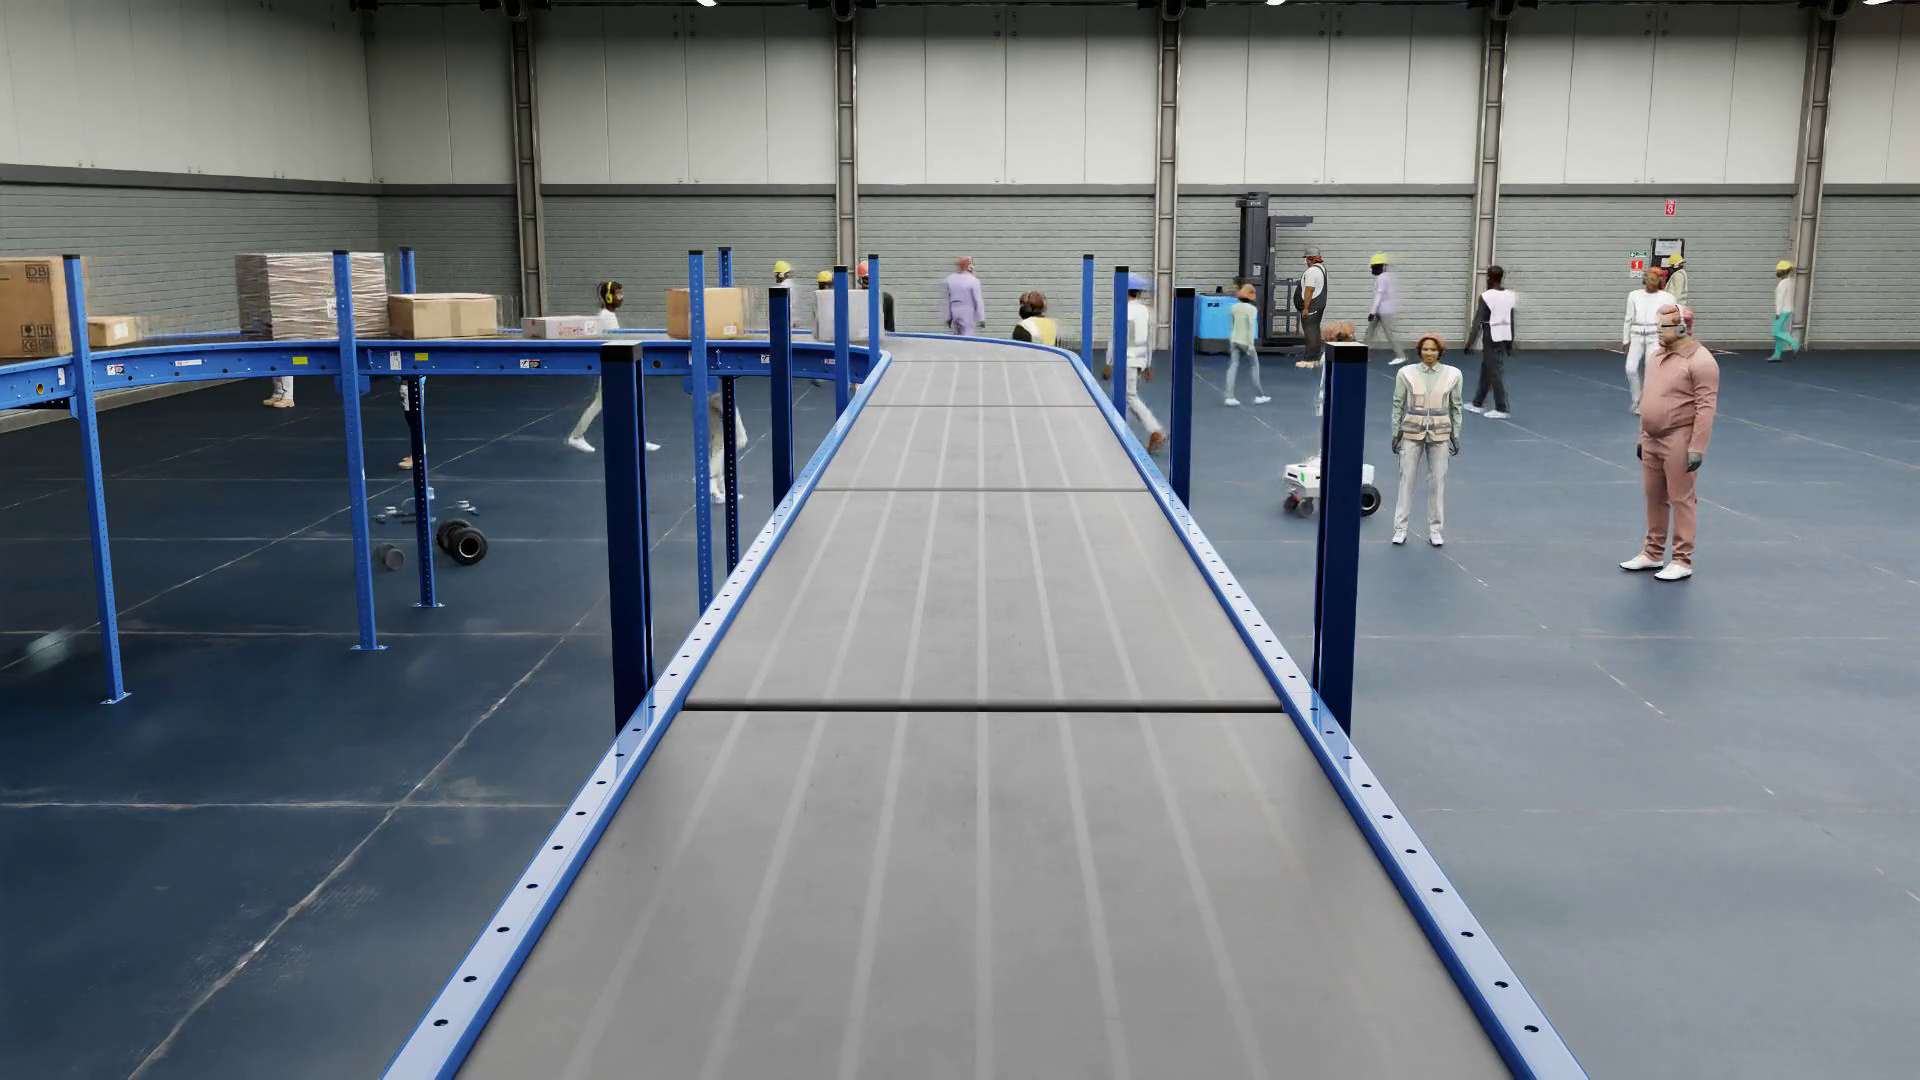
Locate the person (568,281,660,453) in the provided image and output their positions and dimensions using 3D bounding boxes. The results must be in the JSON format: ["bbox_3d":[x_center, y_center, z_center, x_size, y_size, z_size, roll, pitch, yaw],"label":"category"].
[{"bbox_3d":[-3.763,-1.849,17.783,0.960,1.830,0.532,0,11,-1],"label":"person"}]

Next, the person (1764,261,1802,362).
[{"bbox_3d":[14.268,-3.940,28.723,0.523,1.750,0.538,7,13,33],"label":"person"}]

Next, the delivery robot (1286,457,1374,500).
[{"bbox_3d":[3.148,-0.536,14.178,0.707,0.478,0.477,-3,11,-15],"label":"delivery robot"}]

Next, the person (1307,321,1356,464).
[{"bbox_3d":[3.204,-1.081,14.352,0.527,1.621,0.526,1,11,7],"label":"person"}]

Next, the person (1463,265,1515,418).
[{"bbox_3d":[6.626,-2.507,21.010,0.614,1.884,0.886,-8,14,-37],"label":"person"}]

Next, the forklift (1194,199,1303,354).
[{"bbox_3d":[5.313,-4.851,30.603,1.873,2.768,1.129,0,11,1],"label":"forklift"}]

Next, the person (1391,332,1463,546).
[{"bbox_3d":[3.567,-0.773,12.741,0.523,1.636,0.311,2,11,12],"label":"person"}]

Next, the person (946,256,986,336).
[{"bbox_3d":[0.166,-3.503,26.140,0.669,1.878,0.796,10,15,43],"label":"person"}]

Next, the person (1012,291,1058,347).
[{"bbox_3d":[0.717,-1.495,16.038,0.932,1.808,0.630,6,13,29],"label":"person"}]

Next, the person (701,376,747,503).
[{"bbox_3d":[-2.106,-1.237,14.597,0.467,1.848,0.497,-9,14,-39],"label":"person"}]

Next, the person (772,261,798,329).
[{"bbox_3d":[-2.844,-3.445,26.023,0.724,1.805,0.608,1,11,5],"label":"person"}]

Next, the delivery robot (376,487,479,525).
[{"bbox_3d":[-3.885,-0.267,12.126,0.698,0.223,0.335,-6,13,-28],"label":"delivery robot"}]

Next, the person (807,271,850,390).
[{"bbox_3d":[-1.930,-3.067,24.337,0.929,1.715,0.541,7,13,33],"label":"person"}]

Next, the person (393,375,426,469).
[{"bbox_3d":[-5.535,-1.571,16.688,0.315,1.696,0.541,-2,11,-8],"label":"person"}]

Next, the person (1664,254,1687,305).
[{"bbox_3d":[13.135,-4.338,30.584,0.403,1.822,0.586,6,12,27],"label":"person"}]

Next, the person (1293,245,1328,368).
[{"bbox_3d":[5.876,-3.917,27.965,0.536,2.000,0.677,6,13,29],"label":"person"}]

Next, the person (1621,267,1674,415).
[{"bbox_3d":[8.693,-2.513,21.072,0.615,1.872,0.414,8,14,36],"label":"person"}]

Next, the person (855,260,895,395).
[{"bbox_3d":[-1.057,-2.246,19.381,0.609,1.997,0.375,-3,12,-17],"label":"person"}]

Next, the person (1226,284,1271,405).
[{"bbox_3d":[3.861,-2.616,22.283,0.769,1.599,0.510,-8,14,-35],"label":"person"}]

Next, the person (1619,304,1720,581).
[{"bbox_3d":[4.928,-0.680,11.575,0.401,1.904,0.646,-3,11,-14],"label":"person"}]

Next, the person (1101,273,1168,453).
[{"bbox_3d":[1.869,-1.905,17.864,0.946,1.913,0.602,8,14,36],"label":"person"}]

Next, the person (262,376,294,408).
[{"bbox_3d":[-9.085,-2.688,22.061,0.429,1.841,0.621,-10,15,-40],"label":"person"}]

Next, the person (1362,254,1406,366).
[{"bbox_3d":[7.152,-3.907,28.252,0.993,1.882,0.601,1,11,4],"label":"person"}]
